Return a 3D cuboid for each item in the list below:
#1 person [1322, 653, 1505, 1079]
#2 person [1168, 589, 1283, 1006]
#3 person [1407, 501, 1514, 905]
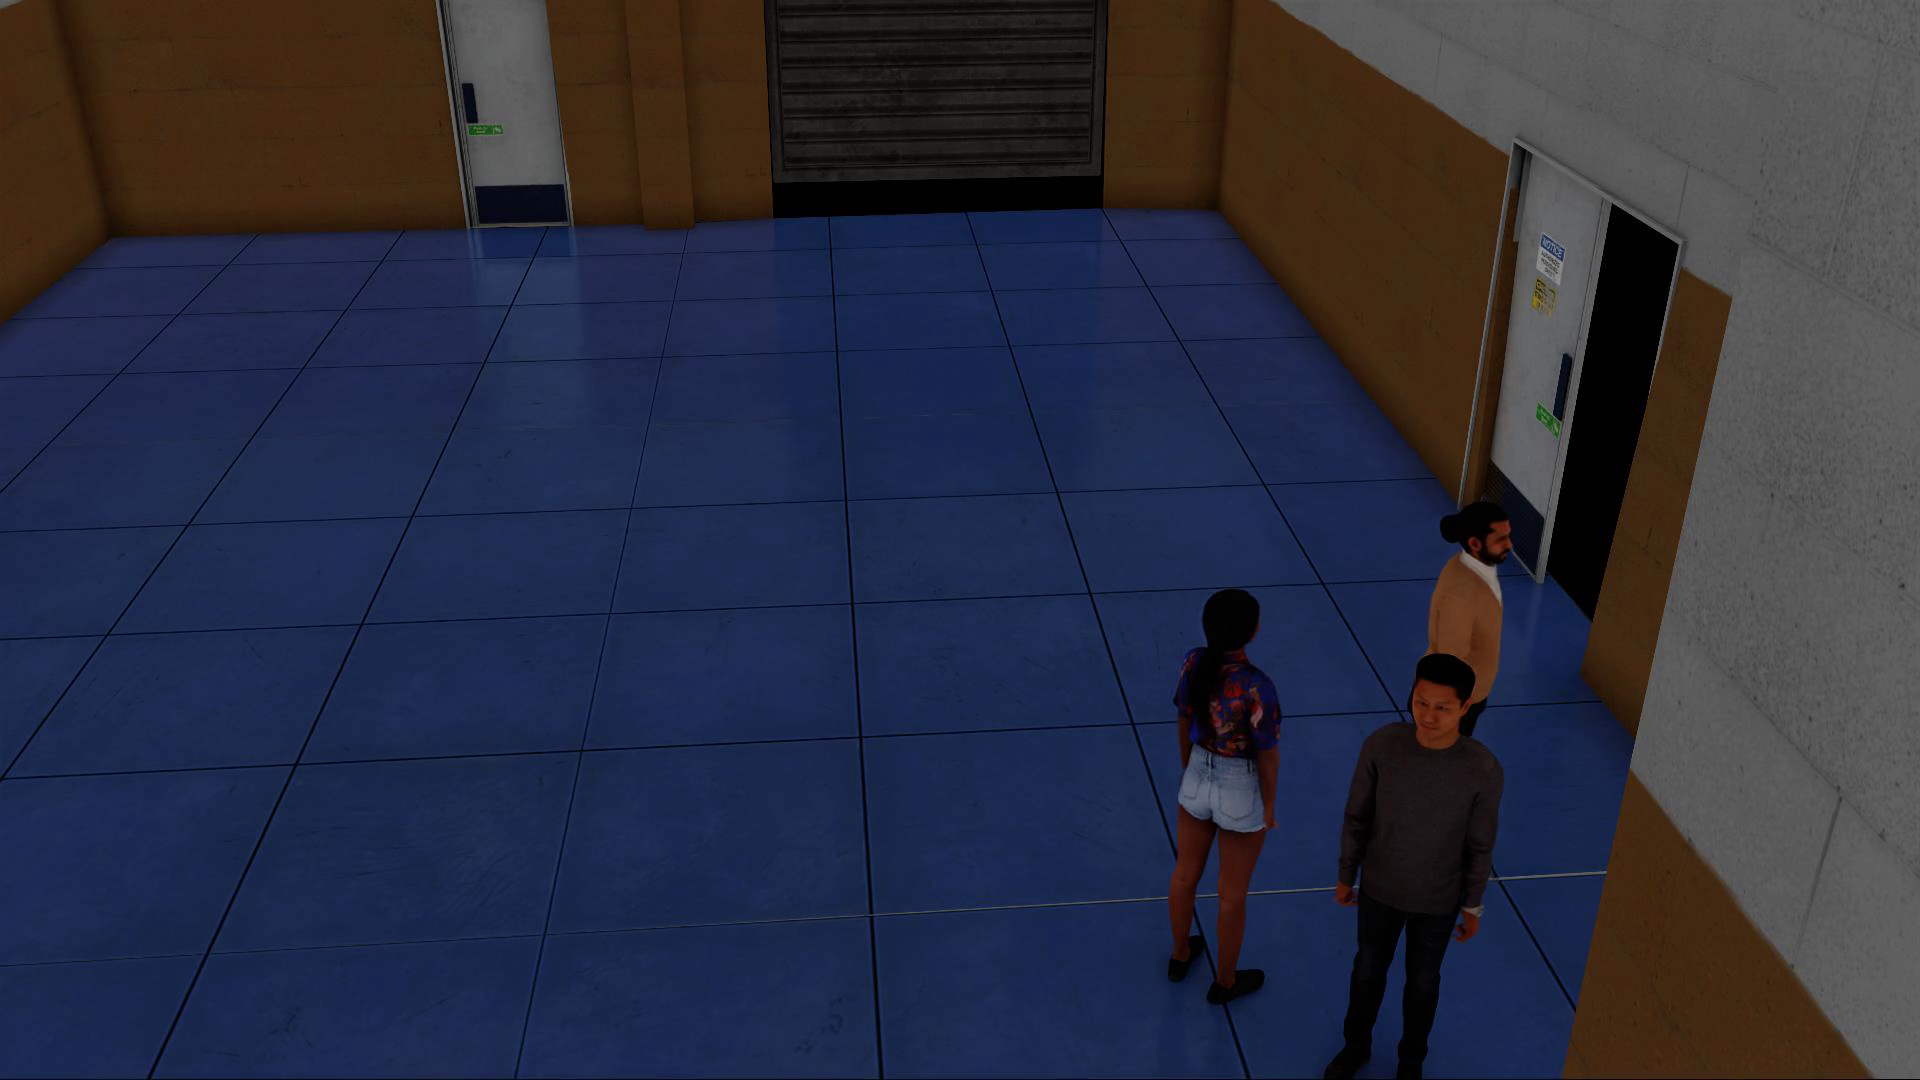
[{"bbox_3d":[1.545,1.169,5.663,0.651,1.768,0.780,-9,28,-17],"label":"person"},{"bbox_3d":[0.965,0.942,6.140,0.666,1.743,0.715,23,35,37],"label":"person"},{"bbox_3d":[1.986,0.636,6.724,0.742,1.753,0.749,11,29,21],"label":"person"}]
